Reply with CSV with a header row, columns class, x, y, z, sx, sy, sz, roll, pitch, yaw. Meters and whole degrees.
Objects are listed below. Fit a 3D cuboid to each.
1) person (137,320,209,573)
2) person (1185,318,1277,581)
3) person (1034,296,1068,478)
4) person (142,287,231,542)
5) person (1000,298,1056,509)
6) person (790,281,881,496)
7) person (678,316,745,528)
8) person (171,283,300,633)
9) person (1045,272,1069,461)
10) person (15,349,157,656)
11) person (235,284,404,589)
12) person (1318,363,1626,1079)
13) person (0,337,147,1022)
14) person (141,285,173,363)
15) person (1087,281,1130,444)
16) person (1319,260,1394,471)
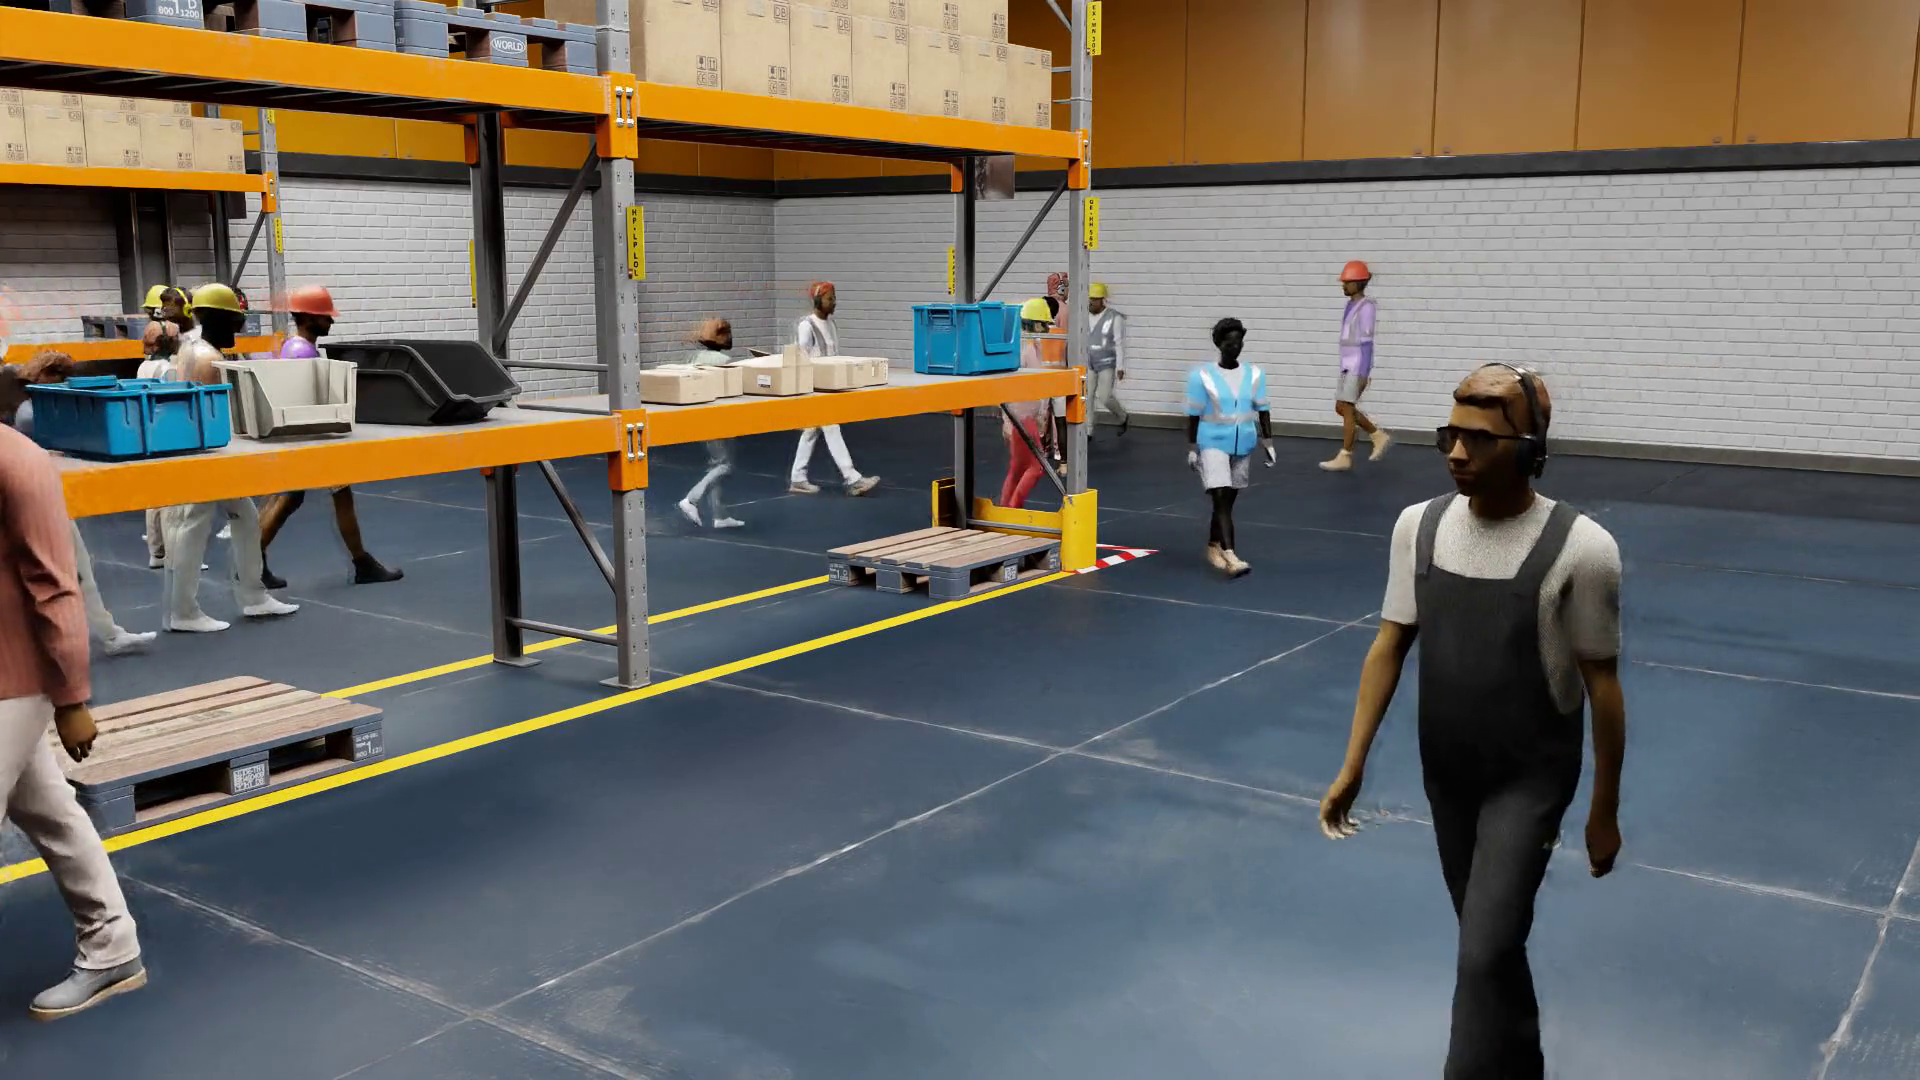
class,x,y,z,sx,sy,sz,roll,pitch,yaw
person,-5.167,-0.606,10.838,0.520,1.639,0.312,9,13,42
person,1.736,-0.576,10.590,0.548,1.647,0.859,-3,10,-16
person,0.825,-1.427,15.553,0.540,1.697,0.317,-3,10,-19
person,-5.513,-0.885,11.917,0.547,1.826,0.845,6,11,30
person,0.457,-0.868,12.050,0.460,1.747,0.565,2,10,14
person,-1.094,-1.294,14.347,0.956,1.839,0.580,3,10,18
person,-1.866,-0.866,12.460,0.496,1.618,0.502,-6,11,-34
person,-4.012,-0.449,9.143,0.799,1.886,0.677,-5,11,-26
person,0.994,-1.751,16.864,0.408,1.909,0.638,-6,11,-31
person,-4.596,-0.170,8.395,0.849,1.576,0.502,-2,10,-10
person,-4.043,-0.631,10.270,0.972,1.893,0.542,-6,11,-30
person,1.060,0.537,3.535,0.905,1.806,0.517,-7,12,-36
person,-2.544,0.364,4.155,0.633,1.942,1.001,7,12,36
person,-6.200,-1.076,13.067,0.404,1.830,0.602,-1,10,-8
person,1.585,-1.963,18.435,0.615,1.805,0.652,8,12,39
person,3.845,-1.671,16.024,0.655,2.030,0.631,-1,10,-4
